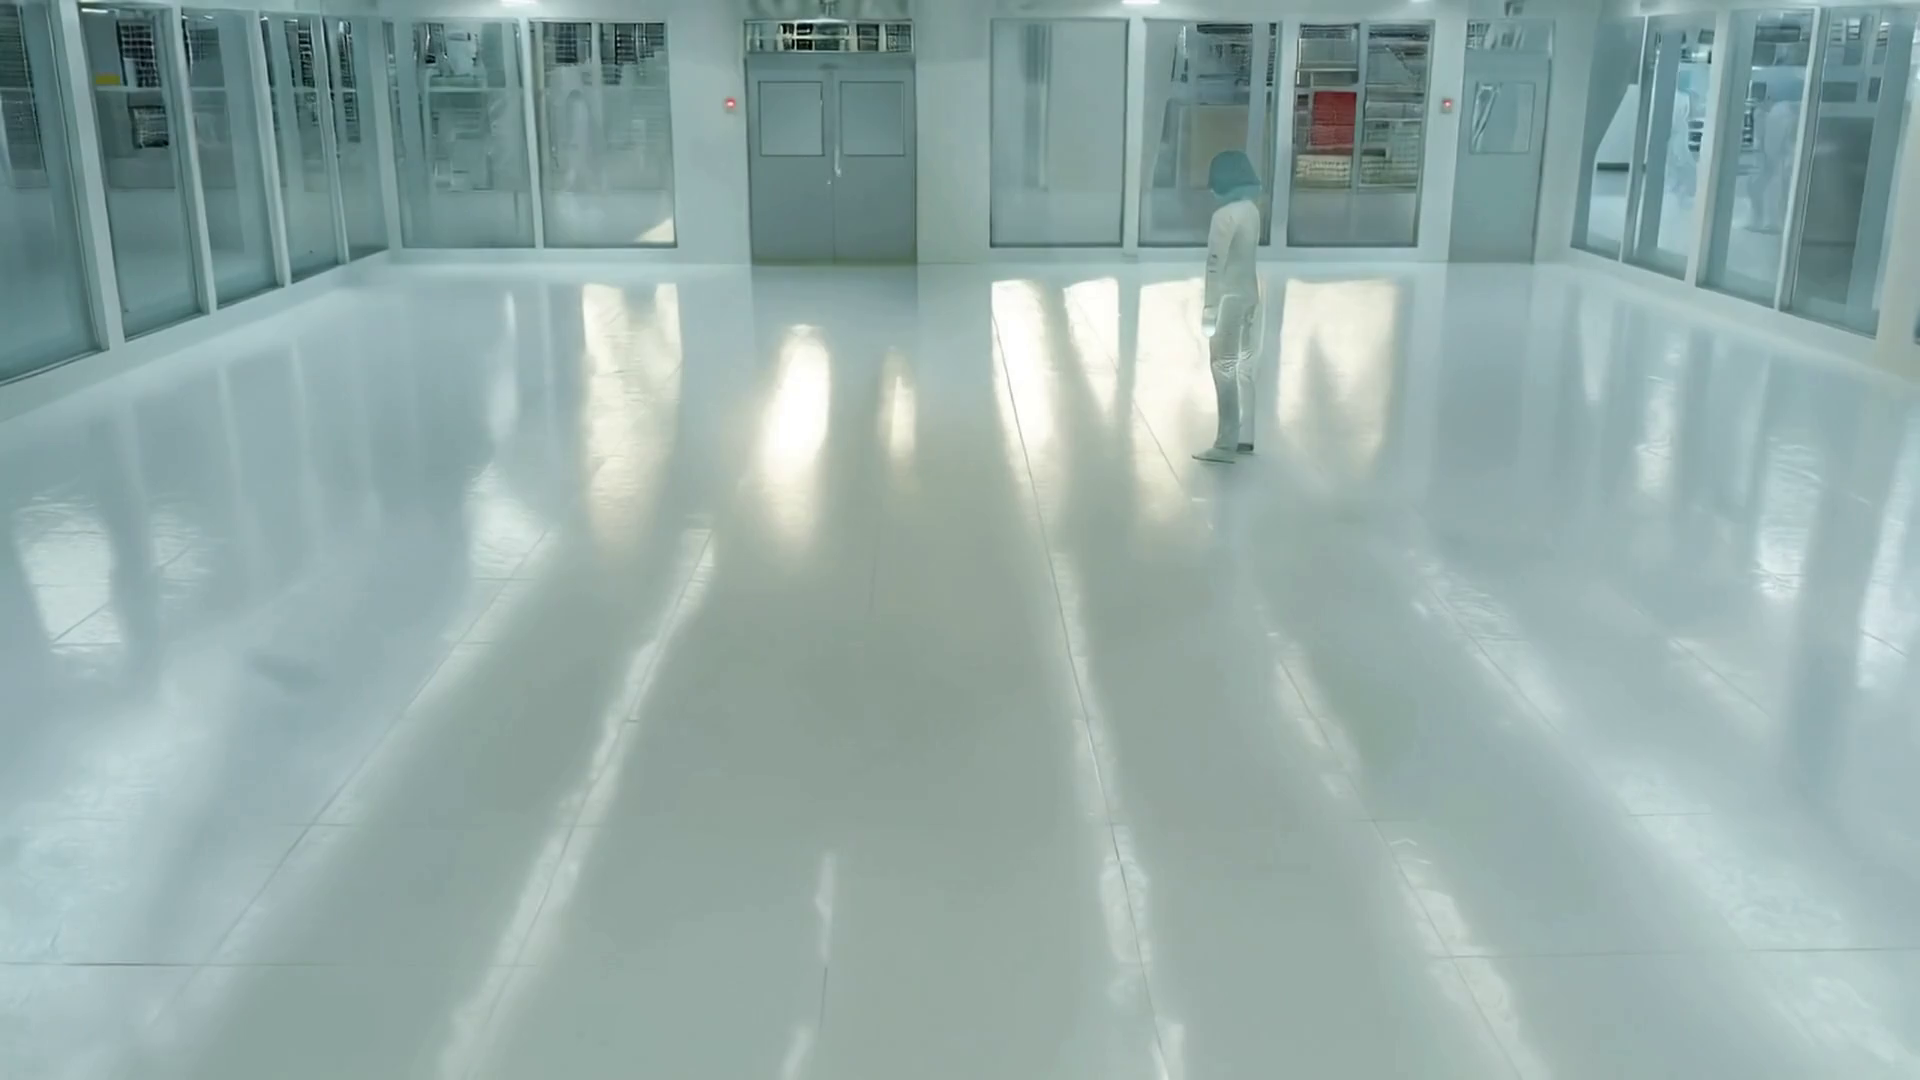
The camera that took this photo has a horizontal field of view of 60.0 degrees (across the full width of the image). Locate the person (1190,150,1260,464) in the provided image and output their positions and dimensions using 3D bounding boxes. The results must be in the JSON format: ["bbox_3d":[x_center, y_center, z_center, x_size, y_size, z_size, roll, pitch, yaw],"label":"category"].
[{"bbox_3d":[1.414,-1.212,8.723,0.280,1.624,0.494,9,19,28],"label":"person"}]
